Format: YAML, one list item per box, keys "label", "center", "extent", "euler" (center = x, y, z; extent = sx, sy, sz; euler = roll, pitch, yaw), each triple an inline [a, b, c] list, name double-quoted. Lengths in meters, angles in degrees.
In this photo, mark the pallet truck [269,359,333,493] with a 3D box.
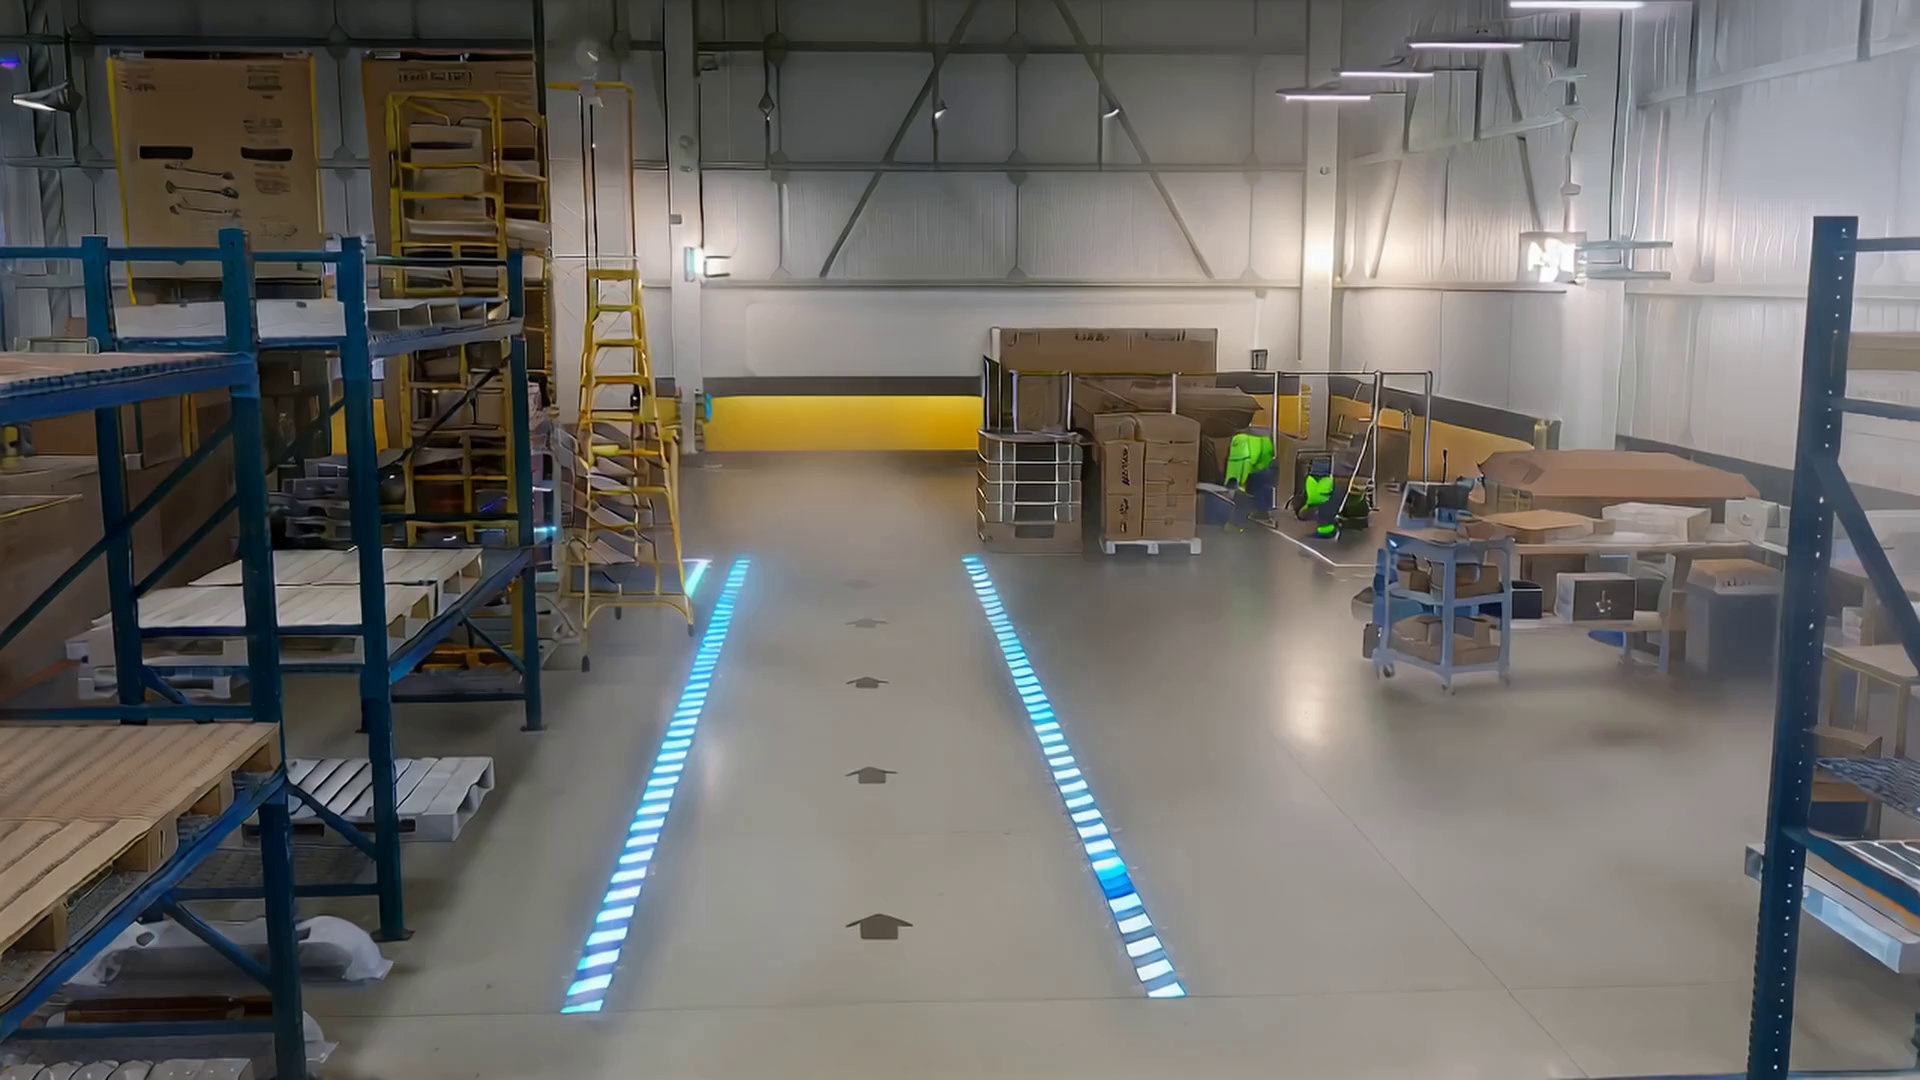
- label: "pallet truck"
  center: [-7.062, -1.131, 18.996]
  extent: [1.885, 1.965, 0.823]
  euler: [2, 9, 13]
